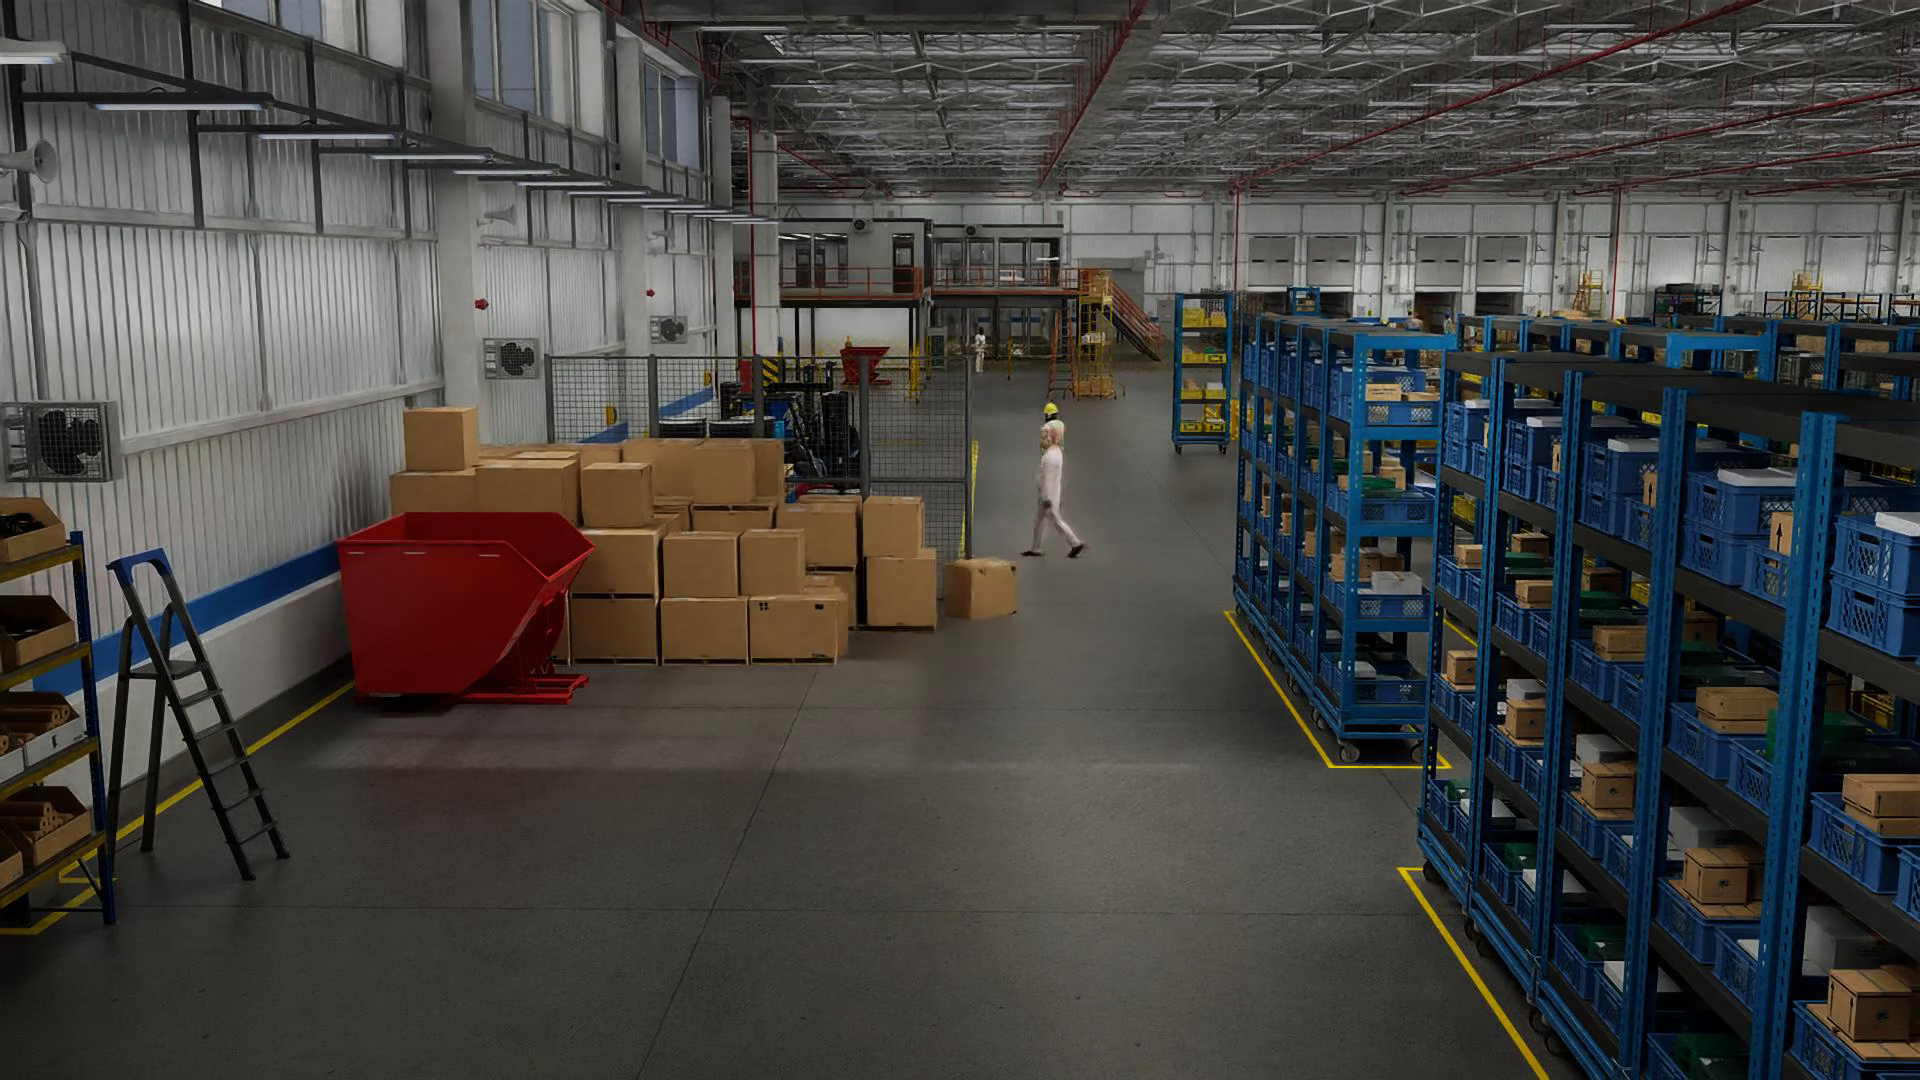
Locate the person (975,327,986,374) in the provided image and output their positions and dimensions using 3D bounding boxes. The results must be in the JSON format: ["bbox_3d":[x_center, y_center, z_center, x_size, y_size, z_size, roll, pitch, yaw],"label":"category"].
[{"bbox_3d":[0.817,-7.498,65.886,0.354,1.883,0.572,6,11,34],"label":"person"}]

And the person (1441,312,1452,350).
[{"bbox_3d":[25.145,-10.768,85.854,0.385,1.948,0.602,-2,10,-14],"label":"person"}]

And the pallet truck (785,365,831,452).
[{"bbox_3d":[-3.774,-2.976,37.635,1.885,1.965,0.823,1,9,5],"label":"pallet truck"}]

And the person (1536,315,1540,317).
[{"bbox_3d":[31.361,-11.356,90.252,0.316,1.695,0.541,4,10,22],"label":"person"}]

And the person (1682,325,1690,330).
[{"bbox_3d":[34.690,-9.741,79.620,0.612,1.909,0.757,6,11,32],"label":"person"}]

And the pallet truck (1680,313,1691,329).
[{"bbox_3d":[36.315,-10.531,84.244,0.823,1.965,1.885,-6,11,-33],"label":"pallet truck"}]

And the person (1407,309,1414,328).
[{"bbox_3d":[25.615,-12.190,94.728,0.400,1.918,0.589,7,12,38],"label":"person"}]

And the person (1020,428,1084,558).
[{"bbox_3d":[1.333,-0.667,23.782,0.880,1.881,0.645,1,9,5],"label":"person"}]

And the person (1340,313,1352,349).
[{"bbox_3d":[20.178,-10.871,86.640,0.936,1.908,0.641,-3,10,-20],"label":"person"}]

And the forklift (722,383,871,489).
[{"bbox_3d":[-2.893,-1.687,28.729,2.680,1.987,1.157,0,9,-1],"label":"forklift"}]

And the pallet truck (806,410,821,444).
[{"bbox_3d":[-3.559,-2.018,33.905,1.522,1.261,0.704,0,9,-1],"label":"pallet truck"}]

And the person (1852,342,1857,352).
[{"bbox_3d":[32.272,-6.616,60.276,0.355,1.939,0.544,6,11,32],"label":"person"}]

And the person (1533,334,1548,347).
[{"bbox_3d":[24.132,-8.069,69.289,0.743,1.922,1.059,4,10,22],"label":"person"}]

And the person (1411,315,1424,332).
[{"bbox_3d":[23.705,-10.798,86.520,0.806,1.798,0.433,4,10,23],"label":"person"}]

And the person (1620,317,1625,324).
[{"bbox_3d":[30.918,-9.434,77.729,0.586,1.918,0.396,6,11,32],"label":"person"}]

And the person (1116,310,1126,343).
[{"bbox_3d":[9.136,-12.165,94.502,0.548,1.937,0.379,0,9,2],"label":"person"}]

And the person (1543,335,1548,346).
[{"bbox_3d":[25.118,-8.350,71.500,0.311,1.768,0.533,8,12,41],"label":"person"}]

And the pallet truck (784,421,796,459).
[{"bbox_3d":[-4.013,-1.793,32.705,1.601,1.201,0.680,0,9,1],"label":"pallet truck"}]

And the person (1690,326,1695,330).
[{"bbox_3d":[30.756,-8.129,69.995,0.991,1.819,0.516,-6,11,-35],"label":"person"}]

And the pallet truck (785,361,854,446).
[{"bbox_3d":[-3.410,-3.193,38.978,1.885,1.965,0.823,0,9,-1],"label":"pallet truck"}]

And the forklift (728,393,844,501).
[{"bbox_3d":[-2.979,-1.316,26.476,2.680,1.987,1.157,0,9,1],"label":"forklift"}]

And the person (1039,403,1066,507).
[{"bbox_3d":[1.573,-1.447,28.721,0.404,1.828,0.600,7,11,36],"label":"person"}]

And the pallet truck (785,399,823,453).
[{"bbox_3d":[-3.814,-2.432,36.419,1.630,1.274,0.653,0,9,1],"label":"pallet truck"}]
